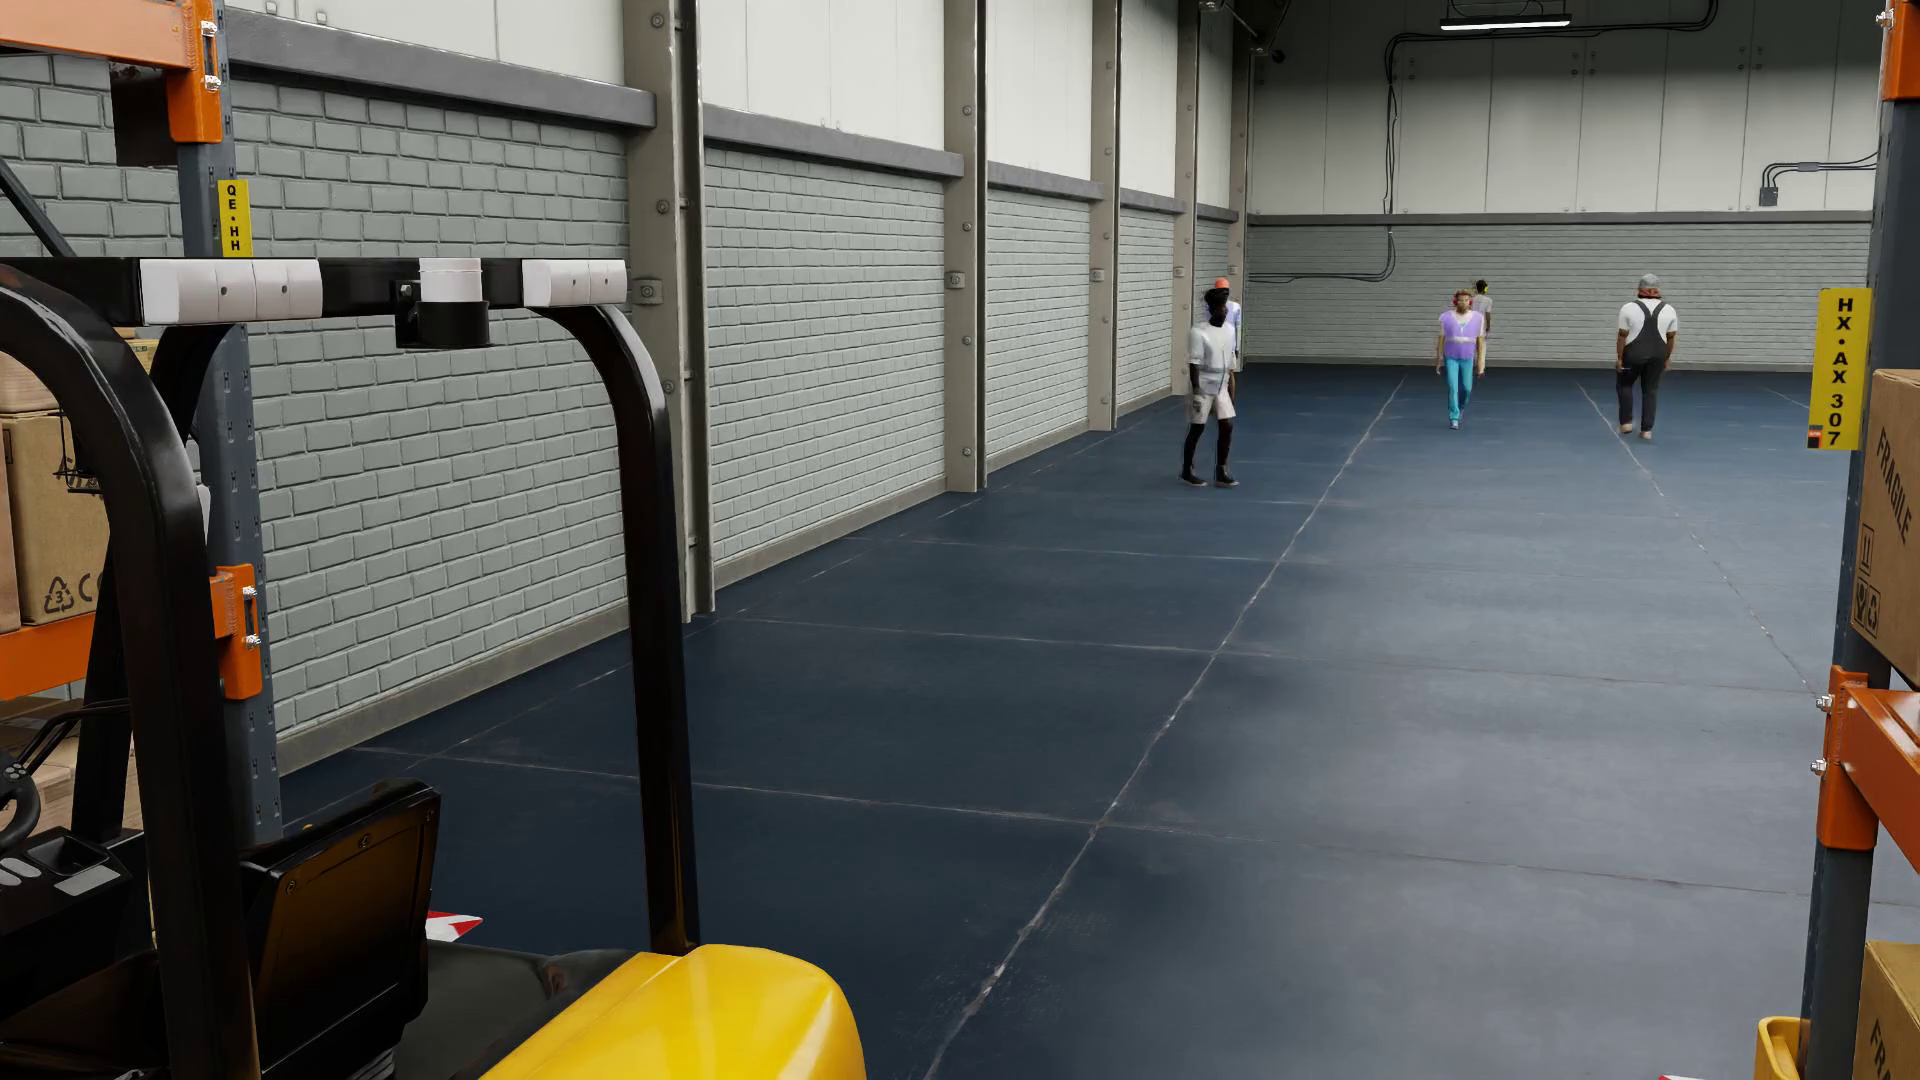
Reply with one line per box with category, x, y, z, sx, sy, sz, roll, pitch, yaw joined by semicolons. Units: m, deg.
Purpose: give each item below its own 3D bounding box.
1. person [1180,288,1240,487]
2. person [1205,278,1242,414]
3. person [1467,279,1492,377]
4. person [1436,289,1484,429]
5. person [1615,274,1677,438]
person;2.386;-1.440;15.859;0.622;1.915;0.782;-6;11;-33
person;3.724;-2.759;23.709;0.543;1.928;0.374;-1;10;-9
person;9.592;-3.921;30.883;0.527;1.845;0.796;7;12;38
person;6.487;-2.361;21.663;0.589;1.824;0.597;2;10;9
person;8.413;-2.278;20.508;0.702;2.000;0.627;1;10;5
